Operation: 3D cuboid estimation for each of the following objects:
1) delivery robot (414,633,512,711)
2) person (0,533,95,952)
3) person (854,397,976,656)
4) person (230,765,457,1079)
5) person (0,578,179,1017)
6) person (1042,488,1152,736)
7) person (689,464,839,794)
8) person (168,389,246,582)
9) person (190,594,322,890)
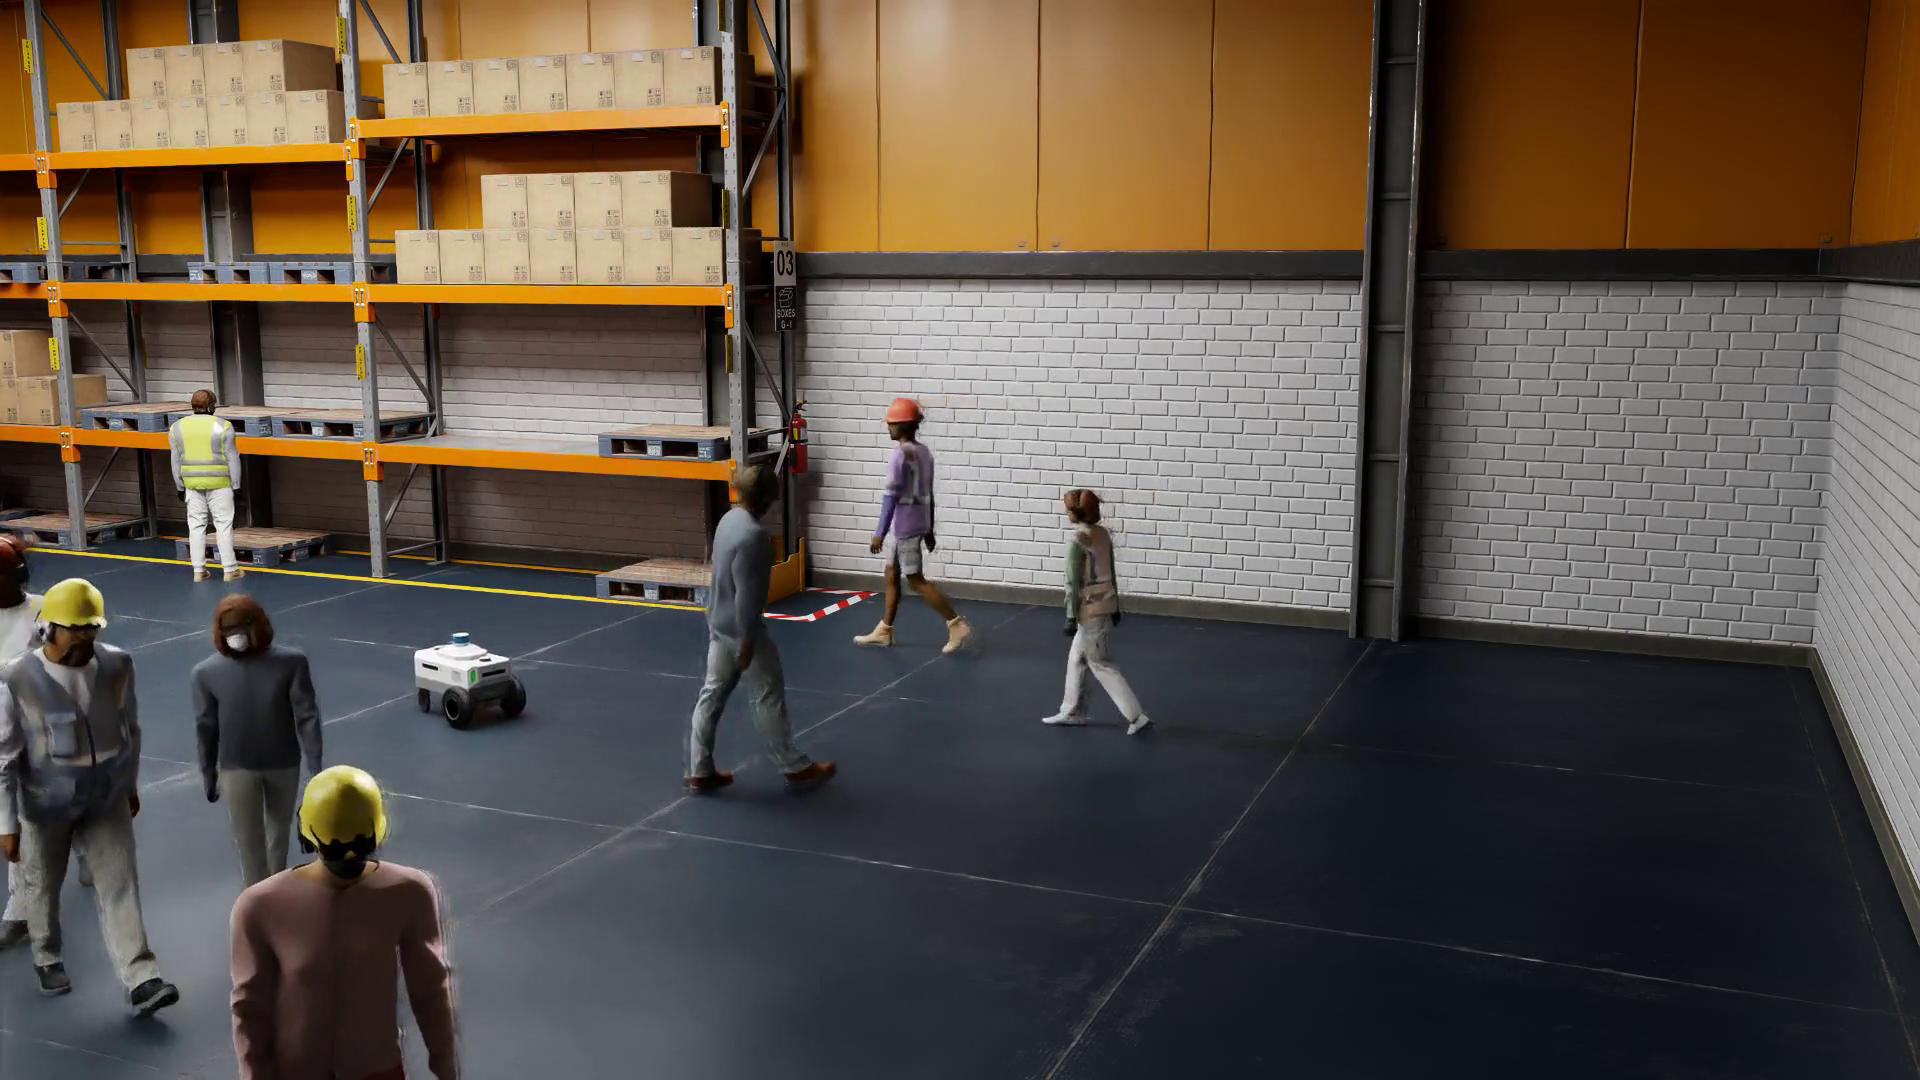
[{"bbox_3d":[-3.324,0.865,11.110,0.707,0.478,0.477,7,12,39],"label":"delivery robot"},{"bbox_3d":[-4.259,0.846,7.670,0.555,1.839,1.005,1,9,6],"label":"person"},{"bbox_3d":[-0.333,-0.102,12.907,1.002,2.011,0.628,3,10,18],"label":"person"},{"bbox_3d":[-1.676,1.421,4.426,0.654,1.742,0.500,-5,11,-30],"label":"person"},{"bbox_3d":[-3.538,1.036,6.670,0.967,1.765,0.625,8,12,40],"label":"person"},{"bbox_3d":[0.910,0.463,10.657,0.757,1.602,0.516,4,10,24],"label":"person"},{"bbox_3d":[-1.158,0.511,9.515,0.937,1.888,0.678,-4,10,-24],"label":"person"},{"bbox_3d":[-7.171,-0.519,15.886,0.627,1.843,0.429,0,9,-1],"label":"person"},{"bbox_3d":[-3.102,1.016,7.368,0.500,1.589,0.844,-5,11,-29],"label":"person"}]
